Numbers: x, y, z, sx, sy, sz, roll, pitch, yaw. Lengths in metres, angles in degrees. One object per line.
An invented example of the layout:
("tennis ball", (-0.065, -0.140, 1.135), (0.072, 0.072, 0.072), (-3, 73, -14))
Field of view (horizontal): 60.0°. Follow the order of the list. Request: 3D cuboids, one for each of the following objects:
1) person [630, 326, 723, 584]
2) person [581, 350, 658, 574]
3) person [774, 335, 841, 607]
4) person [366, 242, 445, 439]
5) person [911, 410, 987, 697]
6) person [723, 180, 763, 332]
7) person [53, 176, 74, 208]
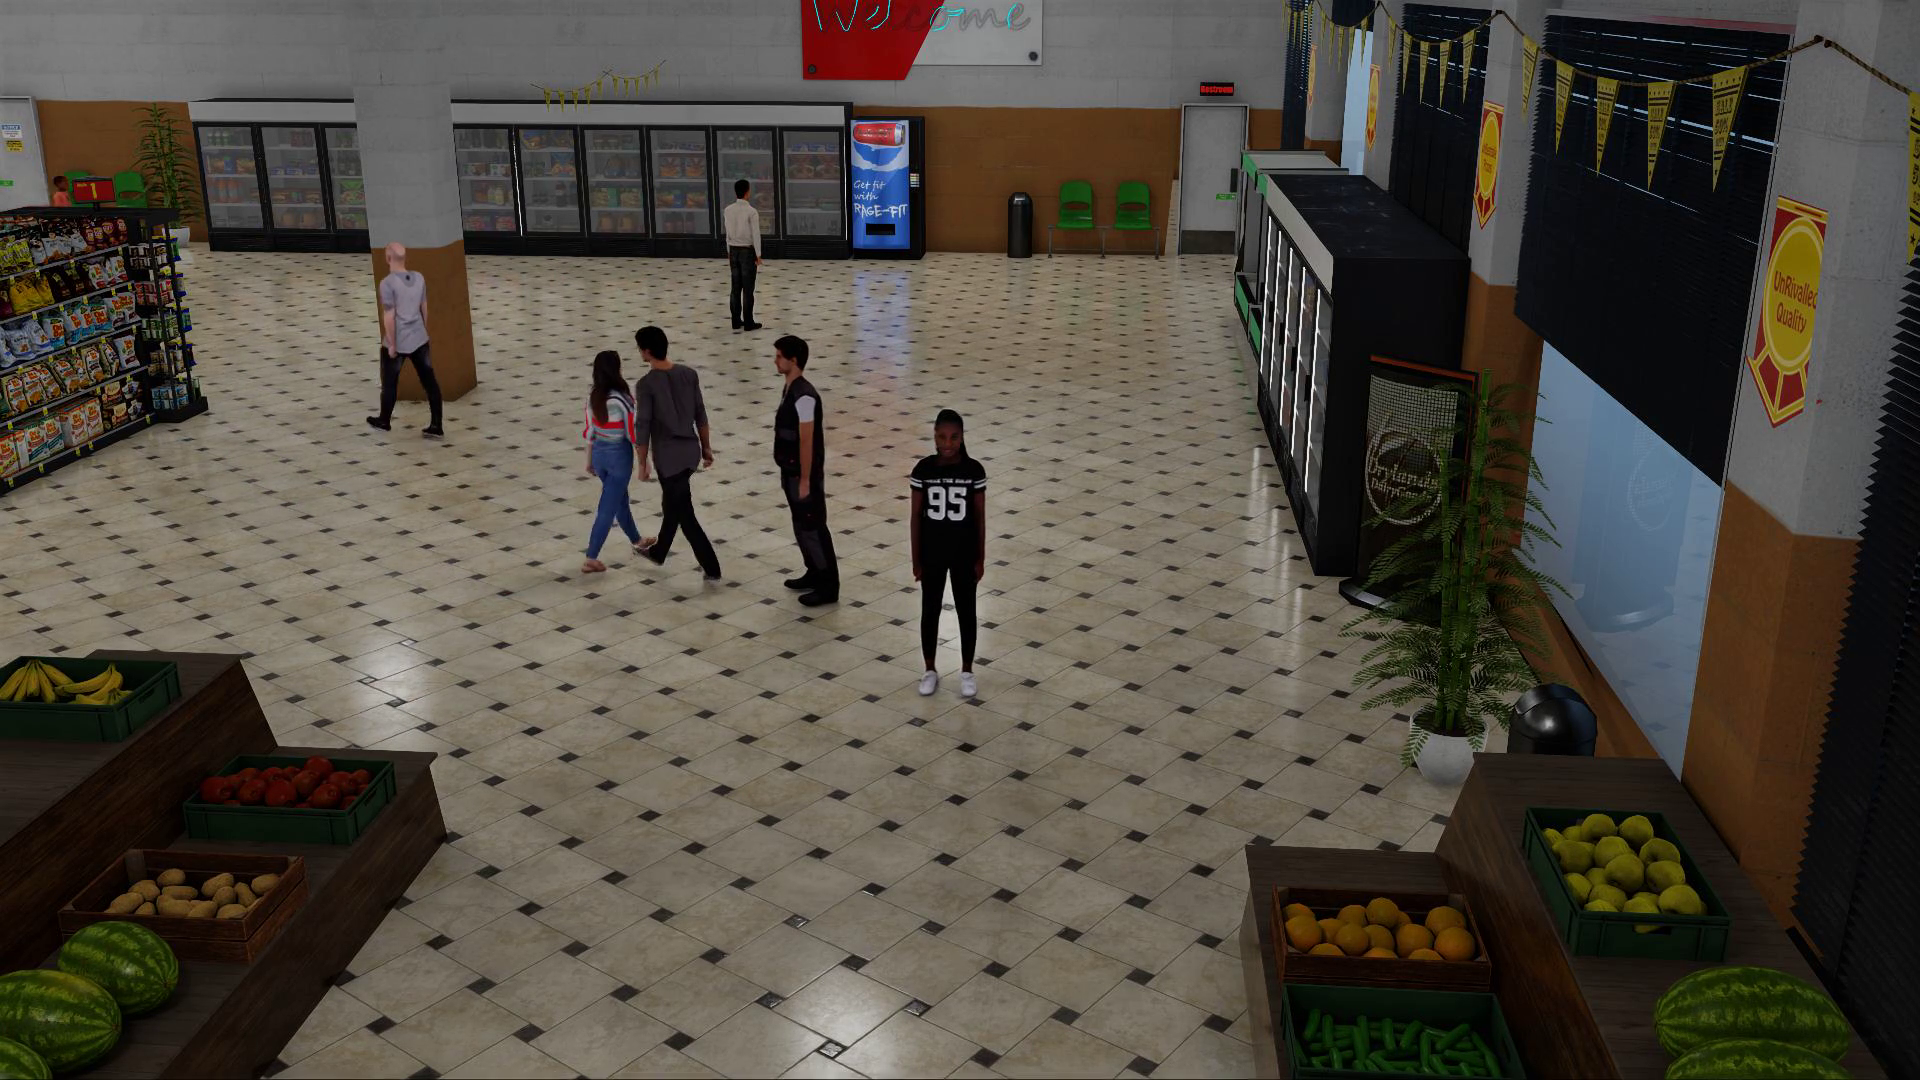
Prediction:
("person", (-1.906, -0.553, 11.616), (1.155, 1.800, 1.197), (18, 25, 42))
("person", (-2.537, -0.526, 11.881), (0.914, 1.578, 1.156), (11, 21, 28))
("person", (-1.050, -0.478, 11.330), (0.811, 1.840, 0.703), (-7, 20, -20))
("person", (-5.034, -1.798, 15.309), (1.091, 1.799, 1.140), (13, 22, 33))
("person", (-0.063, 0.084, 9.838), (0.594, 1.728, 0.537), (1, 19, 3))
("person", (-2.655, -3.470, 20.252), (0.714, 1.808, 0.680), (10, 21, 26))
("person", (-13.528, -4.817, 25.045), (0.602, 1.298, 0.653), (0, 19, 1))
